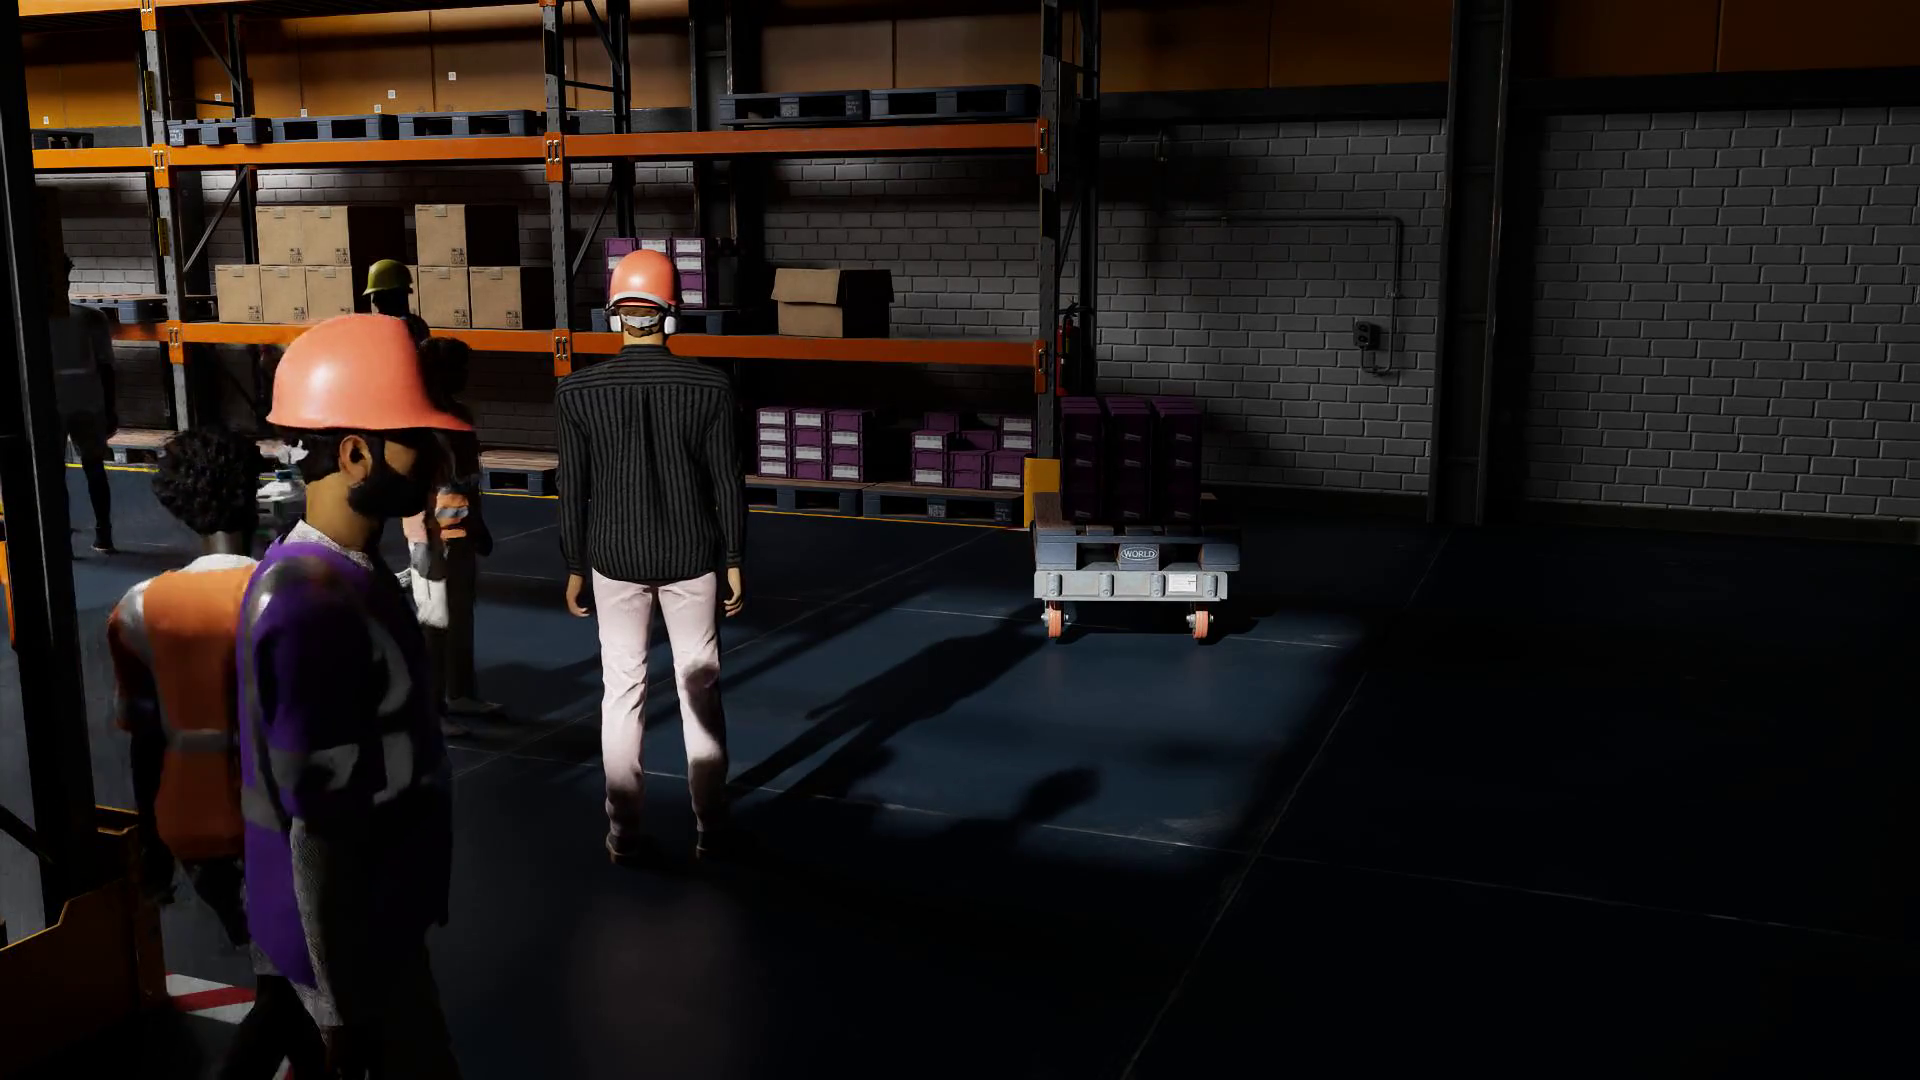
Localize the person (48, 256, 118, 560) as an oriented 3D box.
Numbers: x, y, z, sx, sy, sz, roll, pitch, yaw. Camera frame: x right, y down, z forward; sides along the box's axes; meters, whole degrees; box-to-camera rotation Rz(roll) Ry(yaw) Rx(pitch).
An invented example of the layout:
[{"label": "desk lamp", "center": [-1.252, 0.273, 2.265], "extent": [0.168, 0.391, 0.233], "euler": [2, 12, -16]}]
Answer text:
[{"label": "person", "center": [-5.730, -0.854, 10.633], "extent": [0.385, 1.962, 0.642], "euler": [10, 14, 43]}]

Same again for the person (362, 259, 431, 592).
[{"label": "person", "center": [-3.230, -0.659, 9.660], "extent": [0.371, 1.923, 0.586], "euler": [-2, 10, -10]}]

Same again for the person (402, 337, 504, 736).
[{"label": "person", "center": [-2.142, -0.018, 6.901], "extent": [0.322, 1.636, 0.550], "euler": [1, 10, 8]}]

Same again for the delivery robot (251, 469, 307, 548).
[{"label": "delivery robot", "center": [-4.344, -0.213, 10.723], "extent": [0.477, 0.478, 0.707], "euler": [1, 10, 7]}]

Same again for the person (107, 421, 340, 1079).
[{"label": "person", "center": [-1.468, 0.602, 3.360], "extent": [0.572, 1.657, 0.808], "euler": [3, 11, 17]}]

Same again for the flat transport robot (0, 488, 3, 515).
[{"label": "flat transport robot", "center": [-7.010, -0.242, 11.939], "extent": [1.431, 0.197, 0.652], "euler": [9, 14, 43]}]

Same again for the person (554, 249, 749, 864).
[{"label": "person", "center": [-0.990, 0.068, 5.406], "extent": [0.611, 1.996, 0.379], "euler": [-1, 10, -5]}]

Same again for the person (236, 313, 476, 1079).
[{"label": "person", "center": [-1.023, 0.600, 2.682], "extent": [0.705, 1.920, 0.551], "euler": [-3, 11, -15]}]
